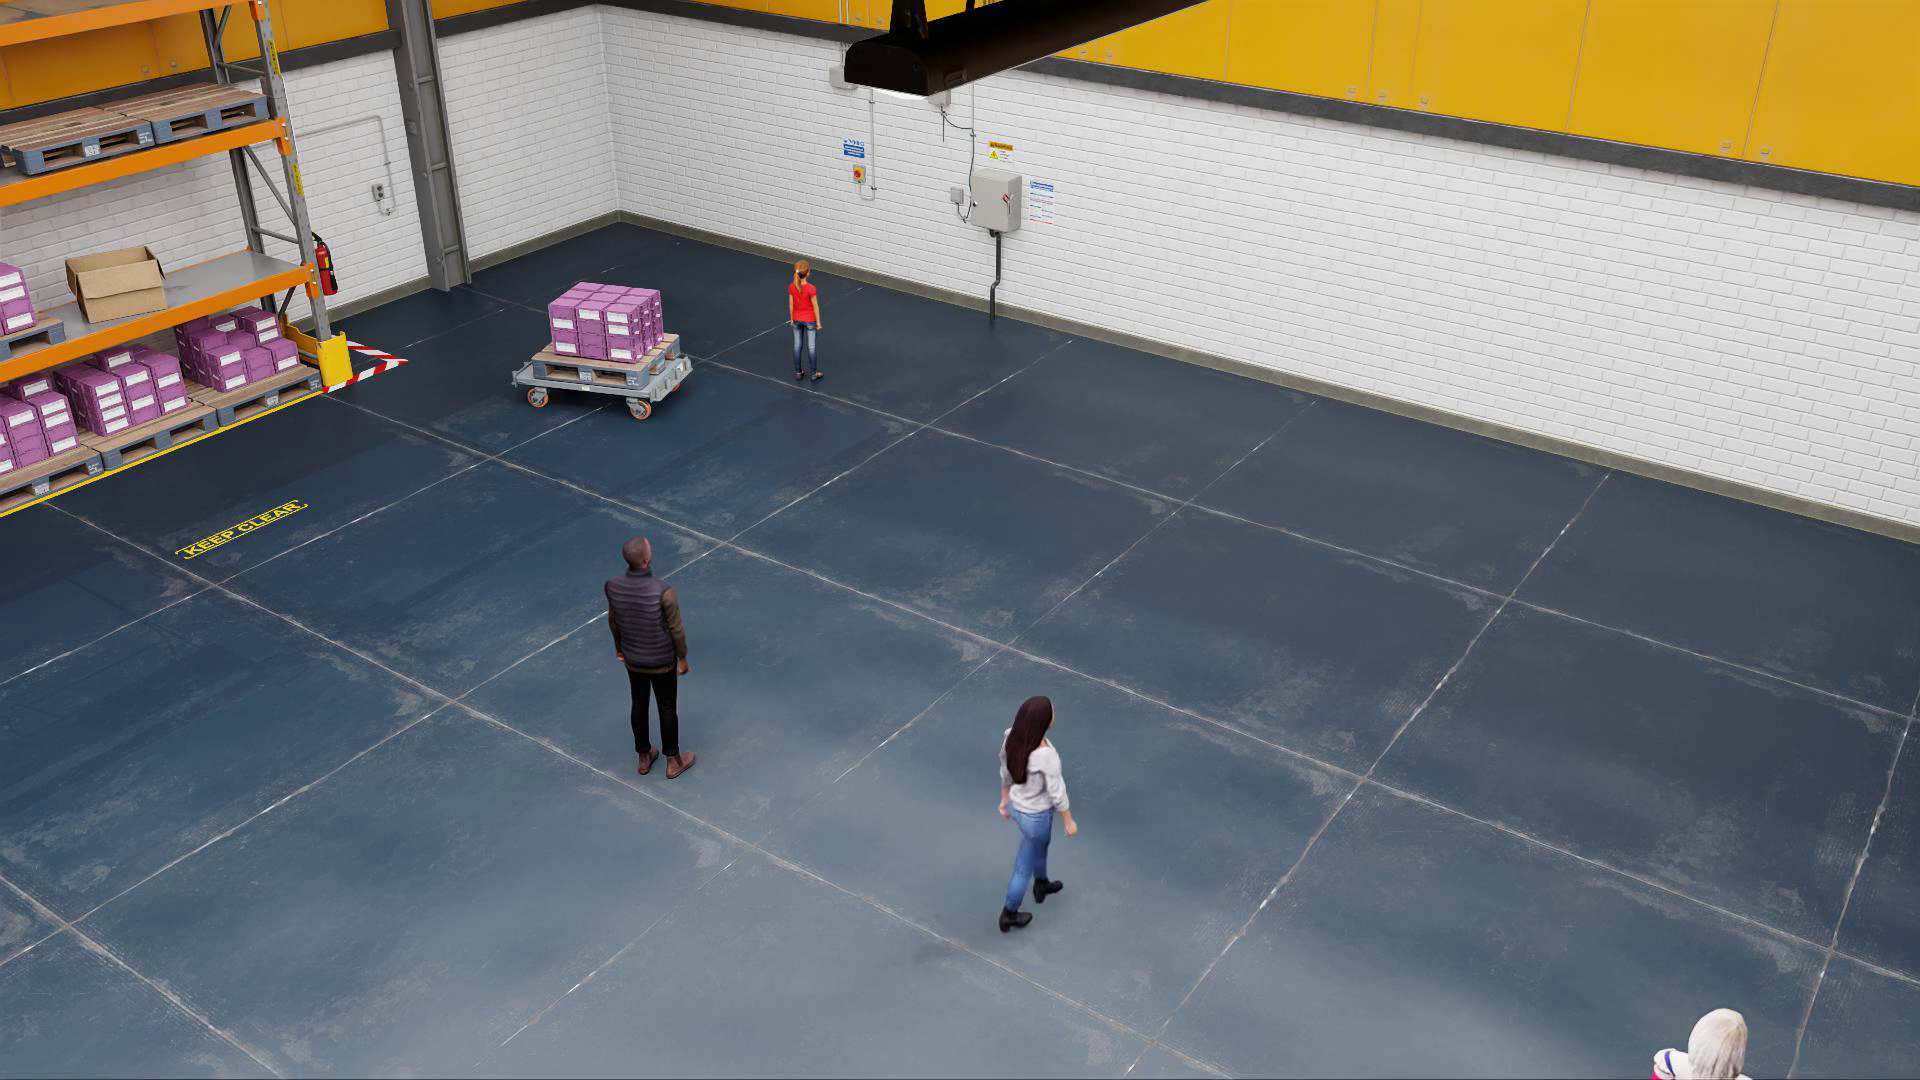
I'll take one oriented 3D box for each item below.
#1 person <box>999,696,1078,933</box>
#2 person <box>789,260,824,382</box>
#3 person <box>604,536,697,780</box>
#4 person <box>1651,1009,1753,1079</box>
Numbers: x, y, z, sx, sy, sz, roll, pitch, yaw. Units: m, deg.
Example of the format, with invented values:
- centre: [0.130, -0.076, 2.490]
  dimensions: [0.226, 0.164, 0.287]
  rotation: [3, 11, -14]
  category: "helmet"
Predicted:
- centre: [0.359, 1.667, 9.875]
  dimensions: [0.889, 1.608, 0.780]
  rotation: [-15, 32, -26]
  category: "person"
- centre: [-1.638, -2.305, 17.468]
  dimensions: [0.551, 1.310, 0.575]
  rotation: [8, 30, 15]
  category: "person"
- centre: [-2.101, 0.790, 11.245]
  dimensions: [0.757, 1.836, 0.687]
  rotation: [9, 30, 16]
  category: "person"
- centre: [3.315, 2.818, 7.555]
  dimensions: [0.647, 1.809, 0.500]
  rotation: [19, 34, 31]
  category: "person"
